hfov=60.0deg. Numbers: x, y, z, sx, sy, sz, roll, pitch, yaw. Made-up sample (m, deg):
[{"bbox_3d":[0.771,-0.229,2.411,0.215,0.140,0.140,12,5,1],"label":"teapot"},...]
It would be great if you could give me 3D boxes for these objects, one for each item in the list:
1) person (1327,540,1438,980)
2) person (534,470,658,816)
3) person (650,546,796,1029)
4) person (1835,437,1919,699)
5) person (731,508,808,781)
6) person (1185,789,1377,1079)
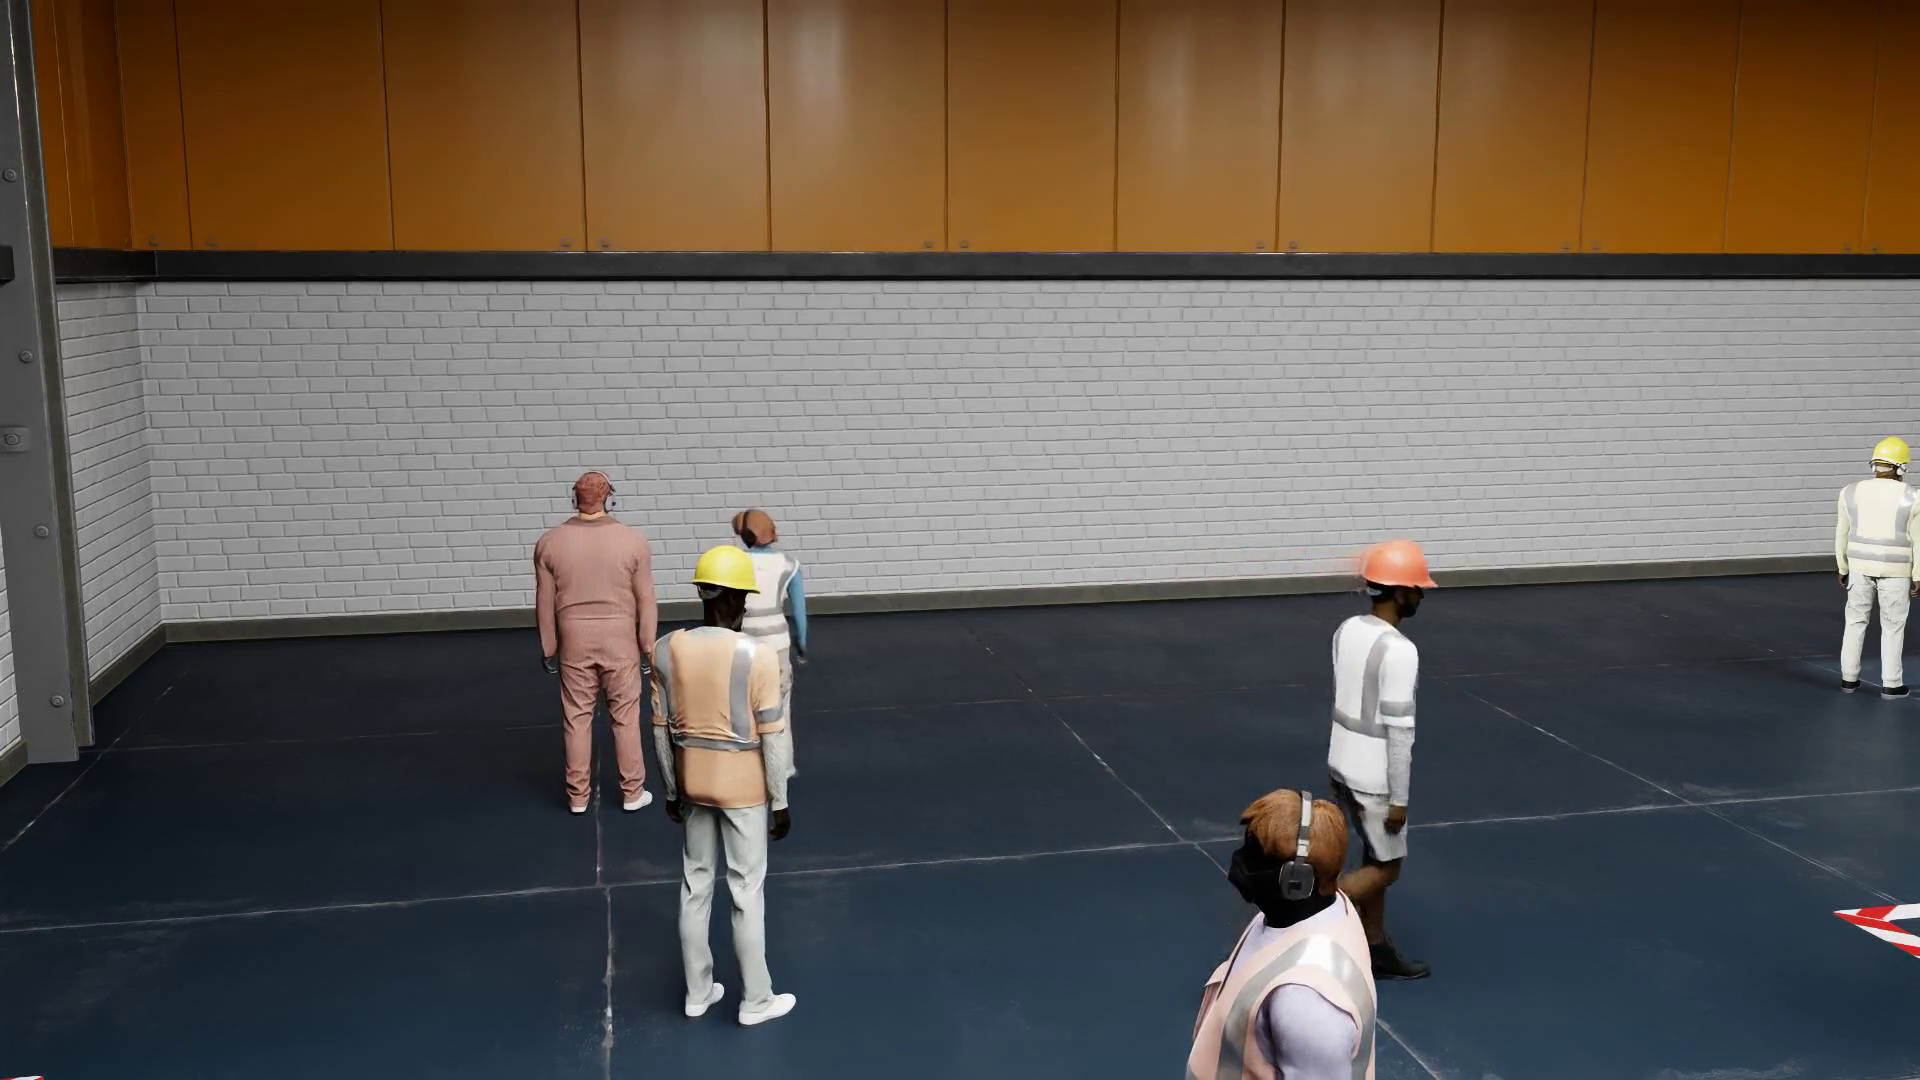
[{"bbox_3d":[1.630,0.944,6.842,0.698,1.916,0.548,-2,10,-13],"label":"person"},{"bbox_3d":[-1.983,0.565,9.143,0.652,1.906,0.403,-1,9,-5],"label":"person"},{"bbox_3d":[-0.932,0.977,6.598,0.585,1.917,0.381,4,10,22],"label":"person"},{"bbox_3d":[6.441,0.194,11.625,0.404,1.833,0.590,-9,13,-44],"label":"person"},{"bbox_3d":[-1.143,0.625,9.603,0.583,1.629,0.335,-3,10,-16],"label":"person"},{"bbox_3d":[0.730,1.465,3.845,0.429,1.847,0.627,1,9,9],"label":"person"}]
